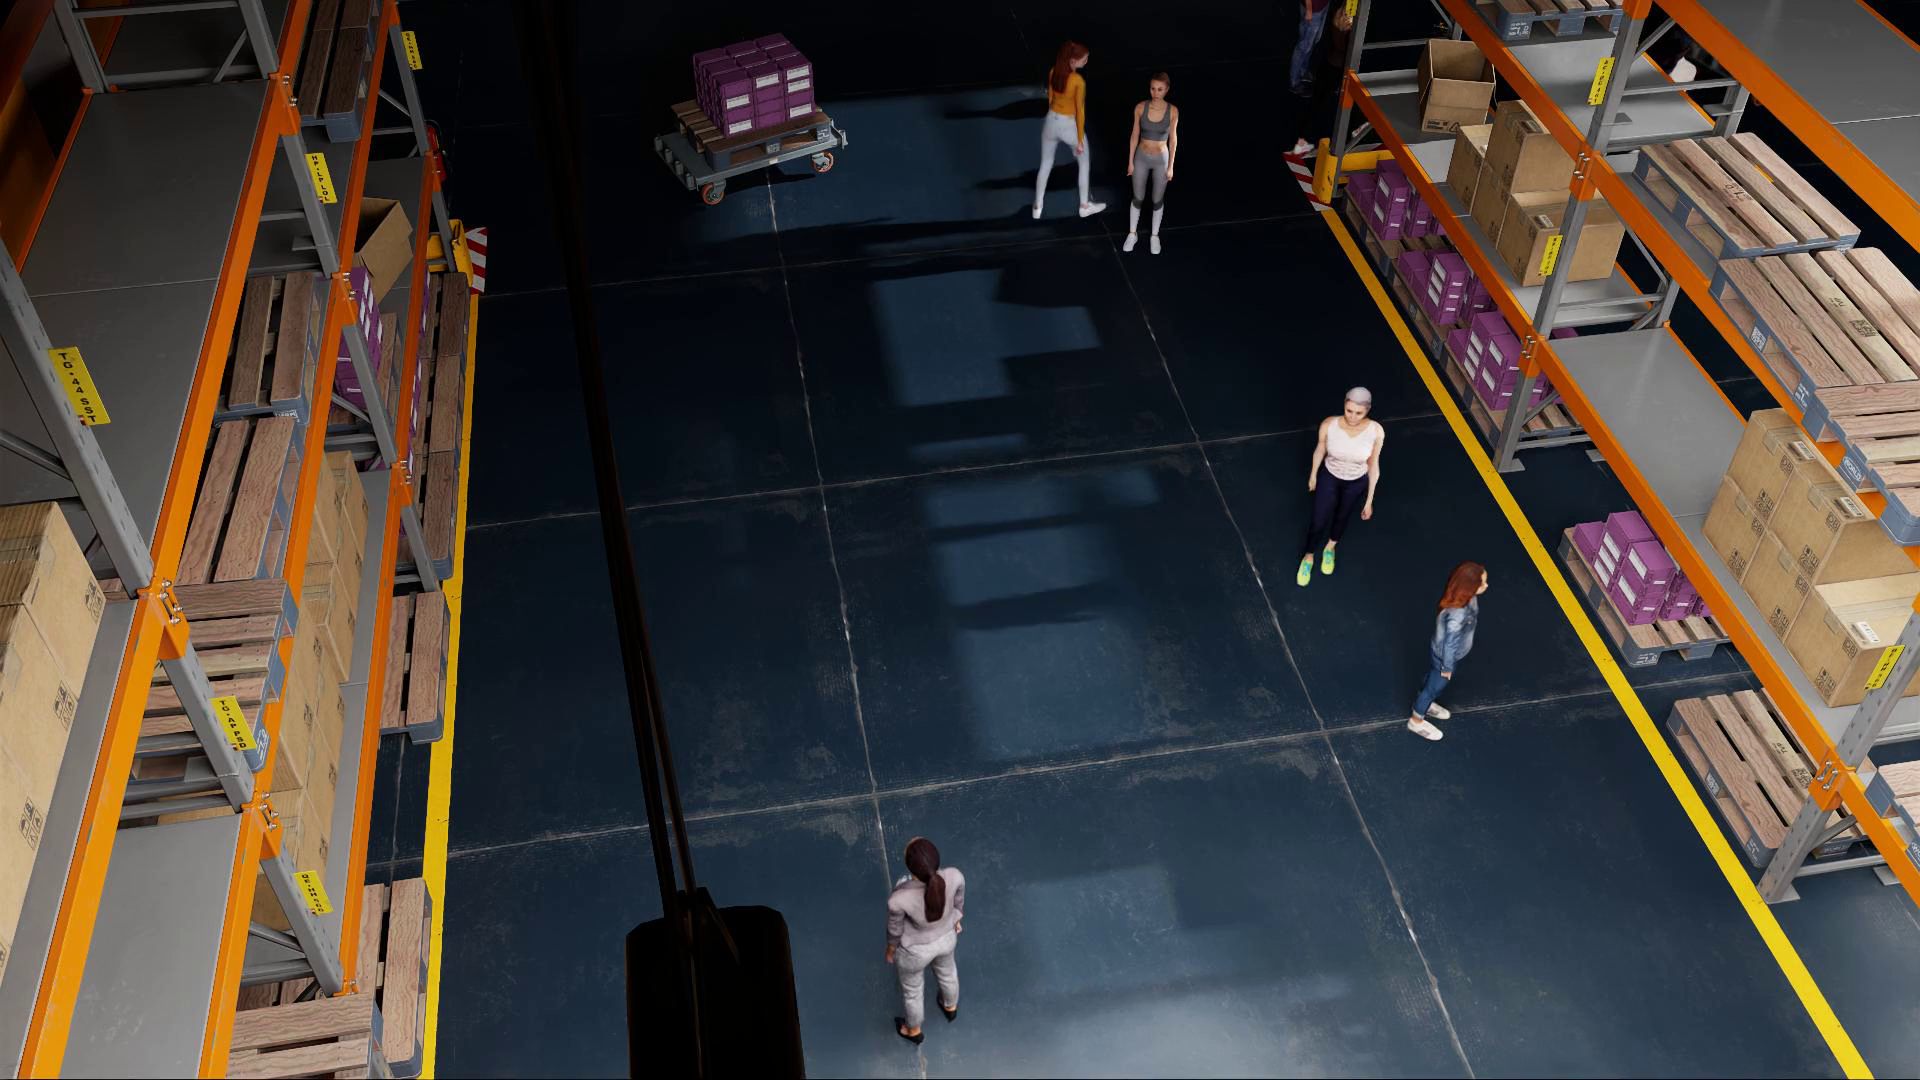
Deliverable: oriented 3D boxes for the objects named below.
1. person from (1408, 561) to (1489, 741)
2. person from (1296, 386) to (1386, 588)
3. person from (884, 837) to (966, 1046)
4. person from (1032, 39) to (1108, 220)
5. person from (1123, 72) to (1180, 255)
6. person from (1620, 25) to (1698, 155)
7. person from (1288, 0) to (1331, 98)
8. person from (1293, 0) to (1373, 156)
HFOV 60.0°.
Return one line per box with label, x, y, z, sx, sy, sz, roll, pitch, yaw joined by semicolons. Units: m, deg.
person;3.091;0.673;10.560;0.684;1.475;0.579;14;45;15
person;2.676;-0.462;11.599;0.723;1.686;0.787;6;44;6
person;-0.184;2.143;8.872;0.704;1.677;0.704;-23;48;-22
person;0.892;-3.643;14.898;0.933;1.740;1.000;20;47;19
person;1.680;-3.310;14.576;0.632;1.703;0.644;7;44;7
person;6.206;-3.615;14.766;0.899;1.883;1.040;-23;48;-22
person;3.556;-5.406;16.664;0.802;1.859;0.710;20;47;20
person;3.480;-4.392;15.752;0.914;1.648;1.123;-20;47;-20
